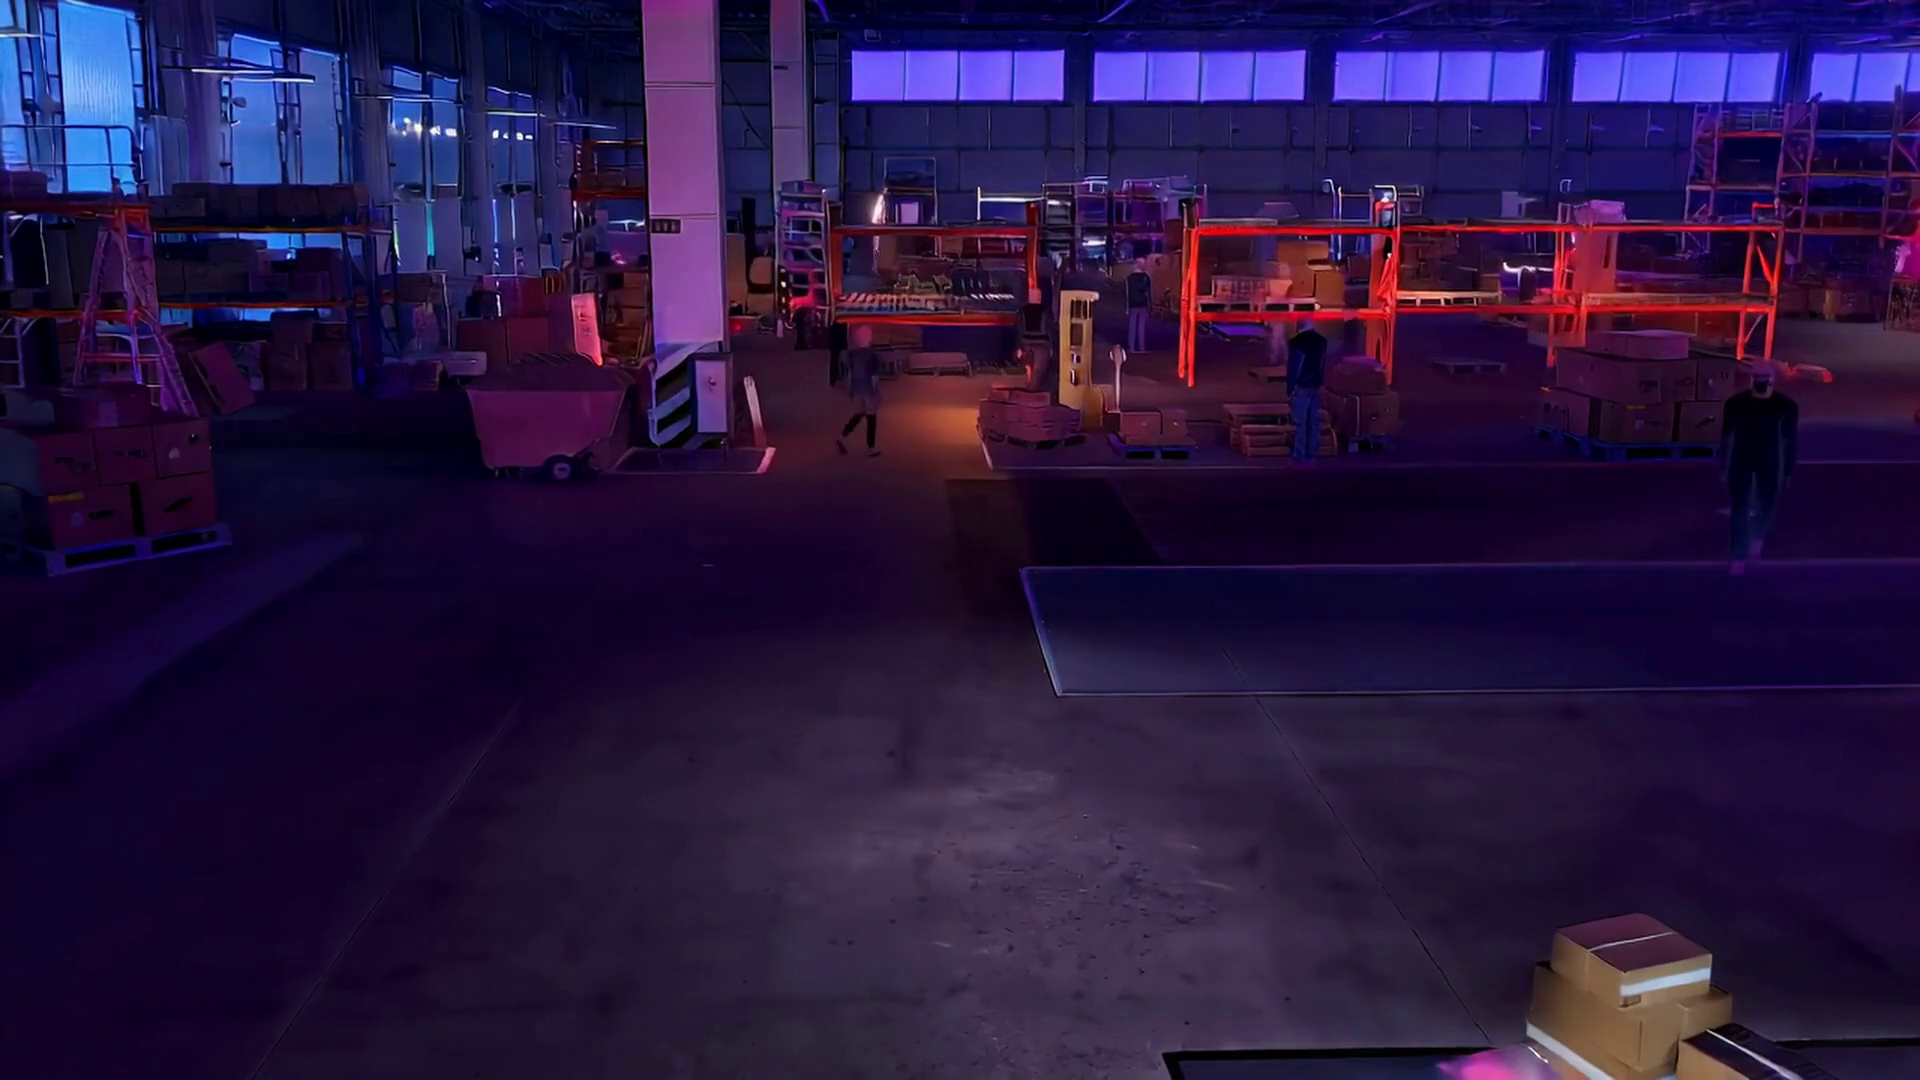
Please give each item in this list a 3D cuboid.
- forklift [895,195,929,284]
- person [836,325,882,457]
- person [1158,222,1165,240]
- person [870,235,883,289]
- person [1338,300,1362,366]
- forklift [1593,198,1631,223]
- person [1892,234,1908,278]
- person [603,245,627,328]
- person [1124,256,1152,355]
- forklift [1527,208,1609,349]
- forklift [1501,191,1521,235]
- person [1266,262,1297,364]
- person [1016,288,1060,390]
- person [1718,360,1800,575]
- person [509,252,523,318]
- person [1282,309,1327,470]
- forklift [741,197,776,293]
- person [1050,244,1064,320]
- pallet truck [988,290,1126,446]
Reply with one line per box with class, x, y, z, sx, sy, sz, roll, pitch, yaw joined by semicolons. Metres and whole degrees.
forklift;-1.602;-9.549;52.834;1.129;2.768;1.873;1;13;5
person;-1.249;-1.843;20.778;0.540;1.684;0.572;10;16;39
person;6.959;-9.848;56.494;1.026;1.885;0.577;-3;13;-11
person;-2.557;-8.669;51.149;0.341;1.881;0.581;-5;14;-23
person;5.697;-2.678;24.504;0.905;1.700;0.504;-3;13;-12
forklift;18.227;-8.203;46.757;1.129;2.768;1.873;12;17;43
person;25.717;-7.427;45.568;0.535;1.864;0.309;-9;15;-35
person;-8.018;-5.826;38.274;0.820;1.889;0.556;8;15;33
person;3.503;-4.601;32.659;0.585;1.930;0.357;9;15;34
forklift;12.692;-5.320;33.739;1.873;2.768;1.129;0;12;-2
forklift;20.786;-11.780;62.906;1.873;2.768;1.129;0;12;-2
person;6.111;-4.251;31.156;0.839;1.885;0.631;-8;15;-33
person;1.222;-2.944;25.475;0.631;1.798;0.939;5;14;23
person;7.186;-0.683;15.015;0.634;1.917;0.819;7;14;28
person;-10.872;-6.238;40.731;0.314;1.634;0.516;-7;14;-29
person;4.143;-1.803;20.039;0.629;1.935;0.376;-10;16;-39
forklift;-6.139;-8.606;48.577;1.873;2.768;1.129;0;12;-2
person;2.359;-6.241;40.291;0.341;1.839;0.501;3;13;14
pallet truck;1.257;-2.299;22.111;1.885;1.965;0.823;-9;15;-35
